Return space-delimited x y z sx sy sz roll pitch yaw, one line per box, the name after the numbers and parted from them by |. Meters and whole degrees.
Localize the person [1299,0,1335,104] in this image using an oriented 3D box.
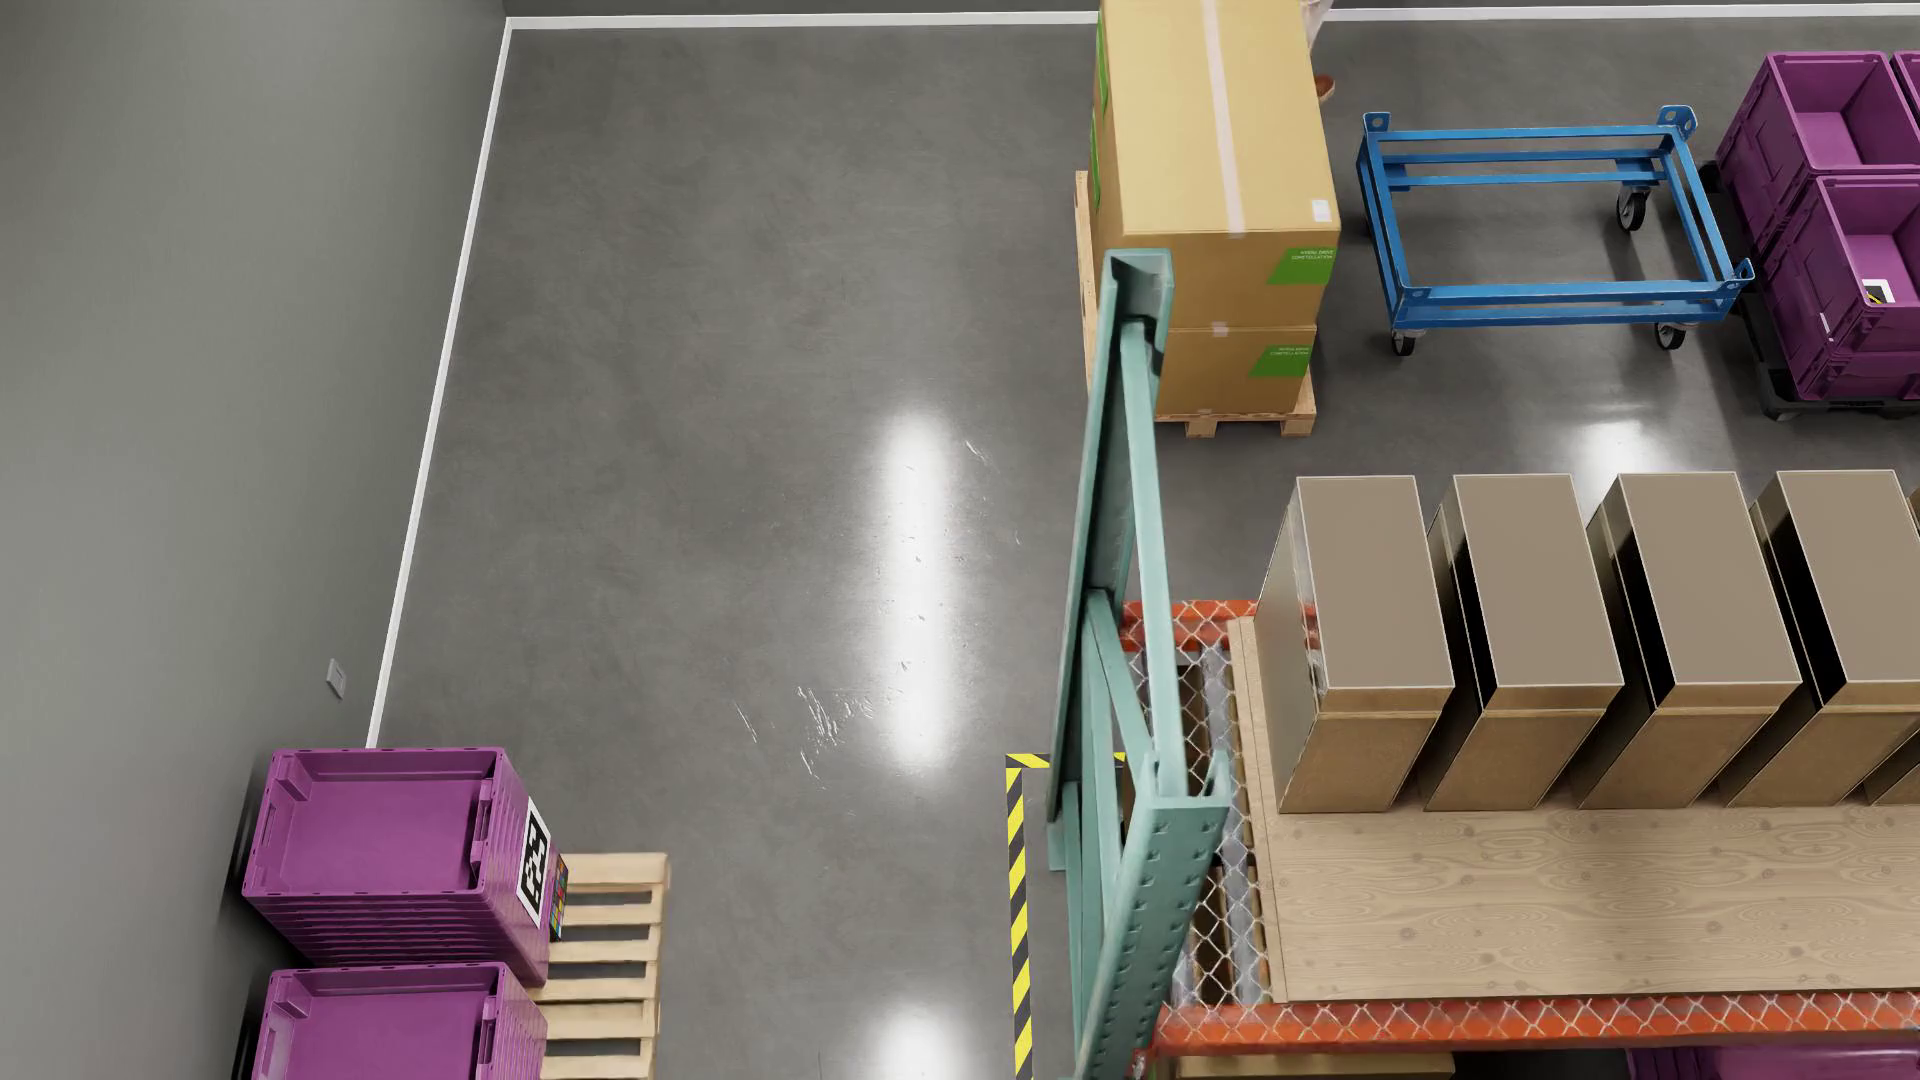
1.384 -2.396 6.148 0.430 1.978 0.625 -13 59 -8 | person
